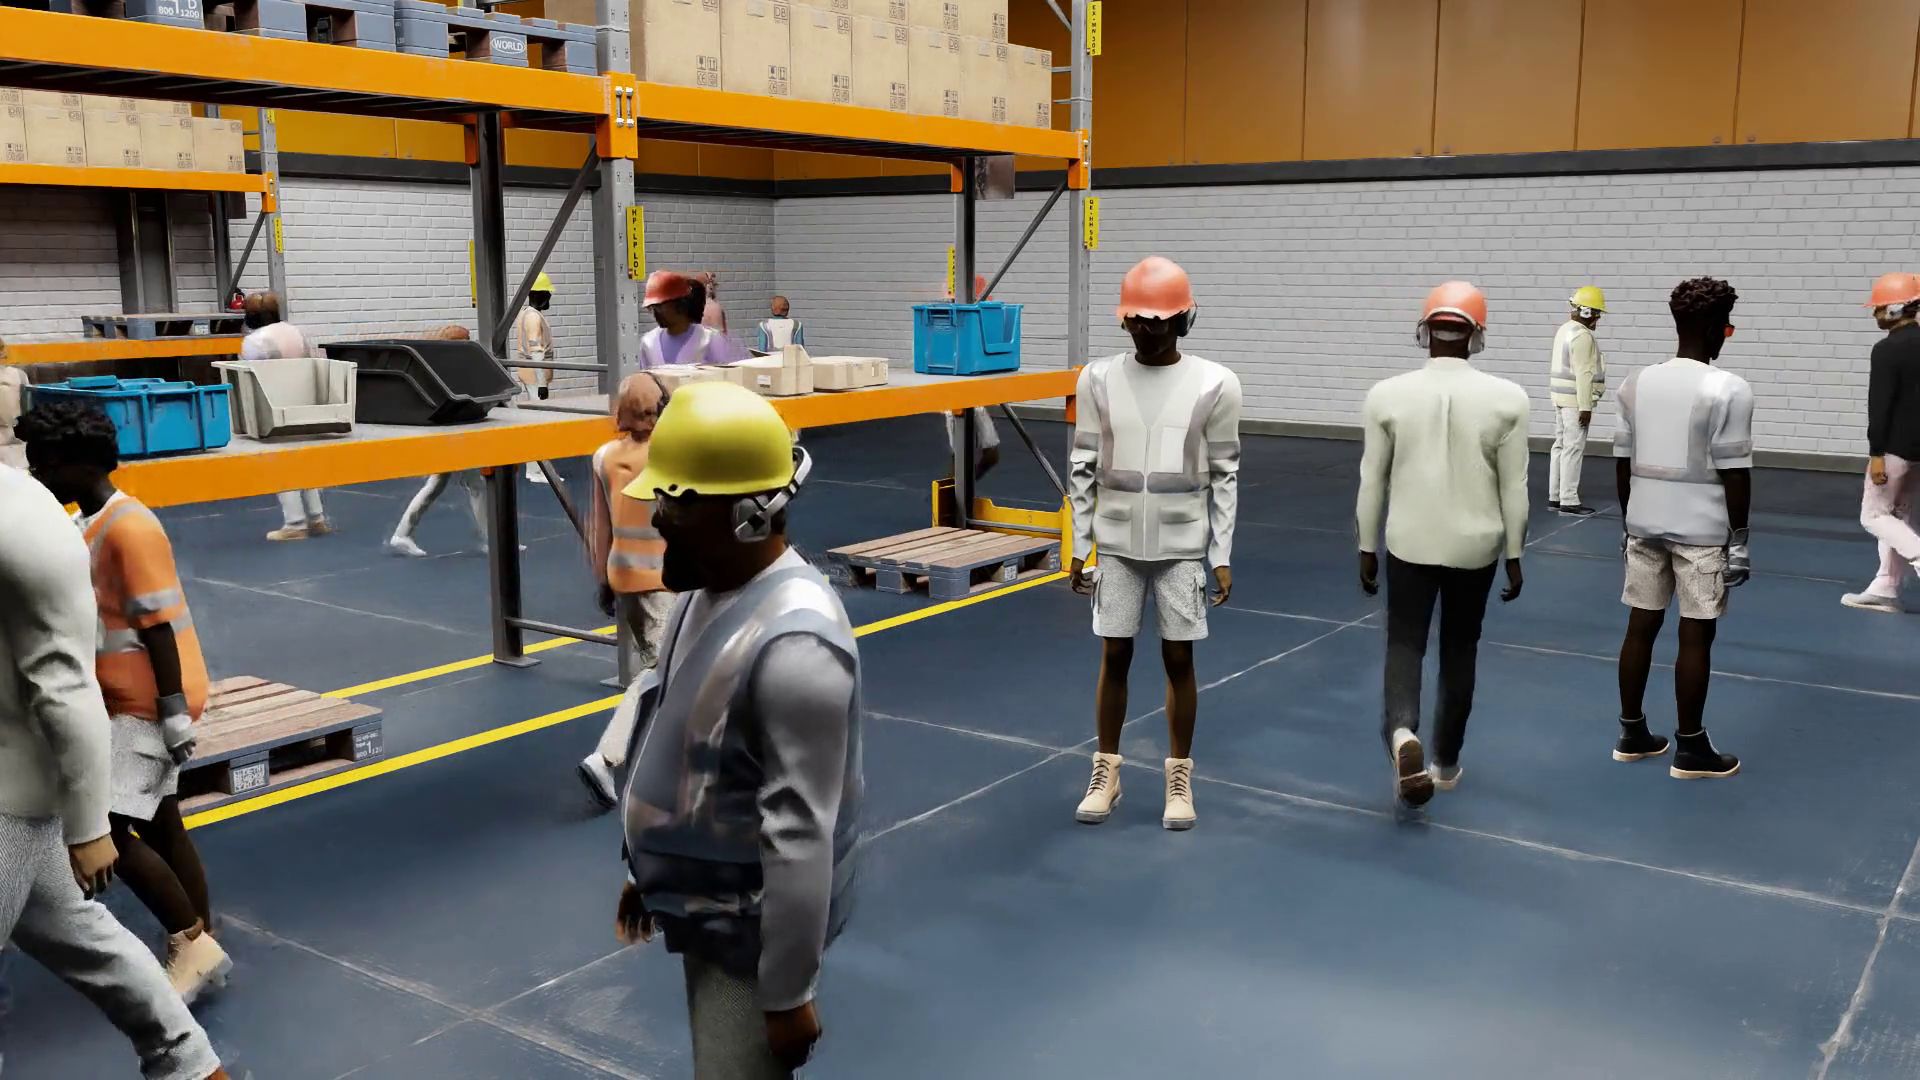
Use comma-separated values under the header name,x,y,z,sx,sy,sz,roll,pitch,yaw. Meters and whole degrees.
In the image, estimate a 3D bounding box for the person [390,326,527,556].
name,x,y,z,sx,sy,sz,roll,pitch,yaw
person,-3.498,-0.671,11.385,0.889,1.587,0.510,-3,10,-15

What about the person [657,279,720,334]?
name,x,y,z,sx,sy,sz,roll,pitch,yaw
person,-1.853,-0.796,11.194,0.680,1.900,0.472,5,11,27

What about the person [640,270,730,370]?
name,x,y,z,sx,sy,sz,roll,pitch,yaw
person,-1.587,-0.643,10.085,0.674,1.986,1.023,6,11,31

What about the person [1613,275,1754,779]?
name,x,y,z,sx,sy,sz,roll,pitch,yaw
person,2.847,-0.048,6.549,0.367,1.966,0.607,-5,11,-28

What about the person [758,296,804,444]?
name,x,y,z,sx,sy,sz,roll,pitch,yaw
person,-1.974,-1.873,18.387,0.515,1.640,0.315,-2,10,-13

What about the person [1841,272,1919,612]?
name,x,y,z,sx,sy,sz,roll,pitch,yaw
person,5.372,-0.517,9.351,0.648,1.965,0.688,-5,11,-29

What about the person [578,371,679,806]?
name,x,y,z,sx,sy,sz,roll,pitch,yaw
person,-1.197,0.170,6.278,0.519,1.609,0.764,6,11,34

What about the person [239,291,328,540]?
name,x,y,z,sx,sy,sz,roll,pitch,yaw
person,-4.933,-0.881,11.999,0.434,1.814,0.682,2,10,14

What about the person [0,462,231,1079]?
name,x,y,z,sx,sy,sz,roll,pitch,yaw
person,-2.009,0.518,3.432,0.652,1.888,1.038,8,12,38

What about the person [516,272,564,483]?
name,x,y,z,sx,sy,sz,roll,pitch,yaw
person,-3.840,-1.479,15.181,0.366,1.926,0.594,-4,10,-21

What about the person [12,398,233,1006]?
name,x,y,z,sx,sy,sz,roll,pitch,yaw
person,-2.217,0.452,4.436,0.422,1.663,0.558,-7,12,-38

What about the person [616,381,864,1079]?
name,x,y,z,sx,sy,sz,roll,pitch,yaw
person,-0.381,0.635,2.882,0.419,1.822,0.610,-4,10,-21

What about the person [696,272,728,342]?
name,x,y,z,sx,sy,sz,roll,pitch,yaw
person,-2.665,-1.884,17.656,0.641,1.909,0.409,9,13,42

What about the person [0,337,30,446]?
name,x,y,z,sx,sy,sz,roll,pitch,yaw
person,-5.805,-0.471,10.039,0.311,1.639,0.514,2,10,13

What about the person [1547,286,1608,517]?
name,x,y,z,sx,sy,sz,roll,pitch,yaw
person,4.913,-1.099,13.237,0.403,1.819,0.600,1,10,3

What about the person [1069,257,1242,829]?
name,x,y,z,sx,sy,sz,roll,pitch,yaw
person,0.679,0.024,5.922,0.605,2.033,0.392,3,10,15

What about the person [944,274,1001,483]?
name,x,y,z,sx,sy,sz,roll,pitch,yaw
person,0.062,-0.972,12.177,0.426,1.923,0.552,6,11,31

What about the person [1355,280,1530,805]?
name,x,y,z,sx,sy,sz,roll,pitch,yaw
person,1.775,0.027,6.158,0.627,1.958,0.784,3,10,17
